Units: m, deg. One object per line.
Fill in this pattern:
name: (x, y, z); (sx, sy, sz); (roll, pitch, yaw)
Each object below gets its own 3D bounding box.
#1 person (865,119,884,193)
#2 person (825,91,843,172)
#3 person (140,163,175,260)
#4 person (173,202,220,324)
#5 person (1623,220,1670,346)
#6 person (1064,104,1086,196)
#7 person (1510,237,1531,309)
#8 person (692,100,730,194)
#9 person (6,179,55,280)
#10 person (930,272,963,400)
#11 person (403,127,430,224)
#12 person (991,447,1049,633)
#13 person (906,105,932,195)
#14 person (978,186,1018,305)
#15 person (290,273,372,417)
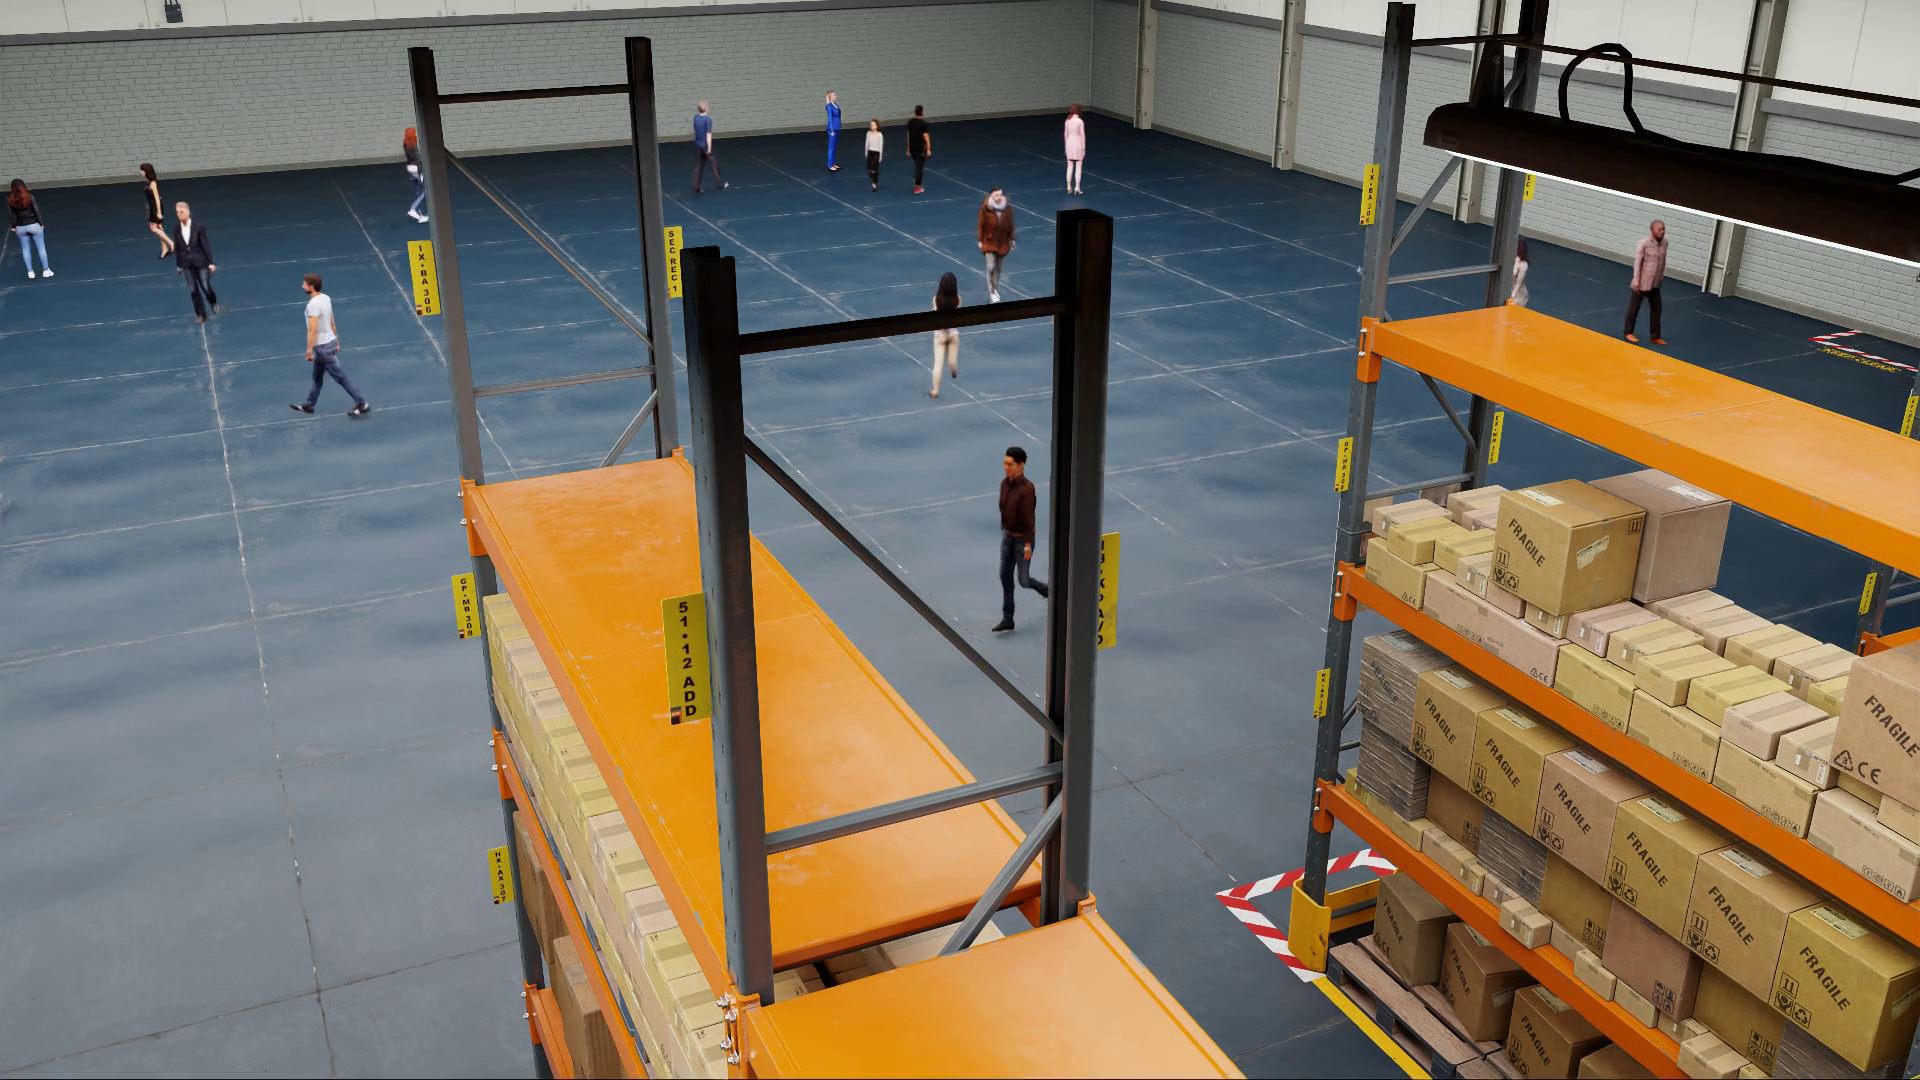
person: (-1.731, -7.892, 34.088); (0.675, 1.470, 0.734); (10, 25, 23)
person: (-2.777, -8.911, 36.187); (0.768, 1.701, 0.682); (5, 23, 11)
person: (-13.748, -5.662, 28.634); (0.635, 1.634, 0.557); (-13, 26, -27)
person: (-11.435, -4.178, 24.931); (0.873, 1.801, 0.950); (0, 23, -1)
person: (9.799, -3.707, 23.849); (0.823, 1.781, 1.012); (-6, 24, -14)
person: (2.327, -7.929, 33.754); (0.661, 1.799, 0.750); (12, 26, 26)
person: (7.786, -3.329, 23.030); (0.778, 1.725, 0.717); (-3, 23, -8)
person: (-5.249, -7.929, 33.709); (1.145, 1.834, 1.077); (15, 27, 31)
person: (-15.363, -5.146, 27.421); (0.671, 1.634, 0.607); (-6, 24, -14)
person: (-0.200, -2.689, 21.615); (0.801, 1.654, 0.696); (-10, 25, -22)
person: (-10.279, -6.826, 31.180); (0.792, 1.784, 0.748); (-21, 31, -40)
person: (0.597, -0.010, 15.176); (0.861, 1.764, 0.972); (-17, 28, -34)
person: (-0.899, -7.922, 33.810); (0.751, 1.742, 0.842); (15, 27, 32)
person: (0.526, -4.634, 26.001); (0.709, 1.803, 0.933); (-10, 25, -23)
person: (-7.799, -2.381, 20.684); (1.042, 1.818, 1.265); (-1, 23, -3)
